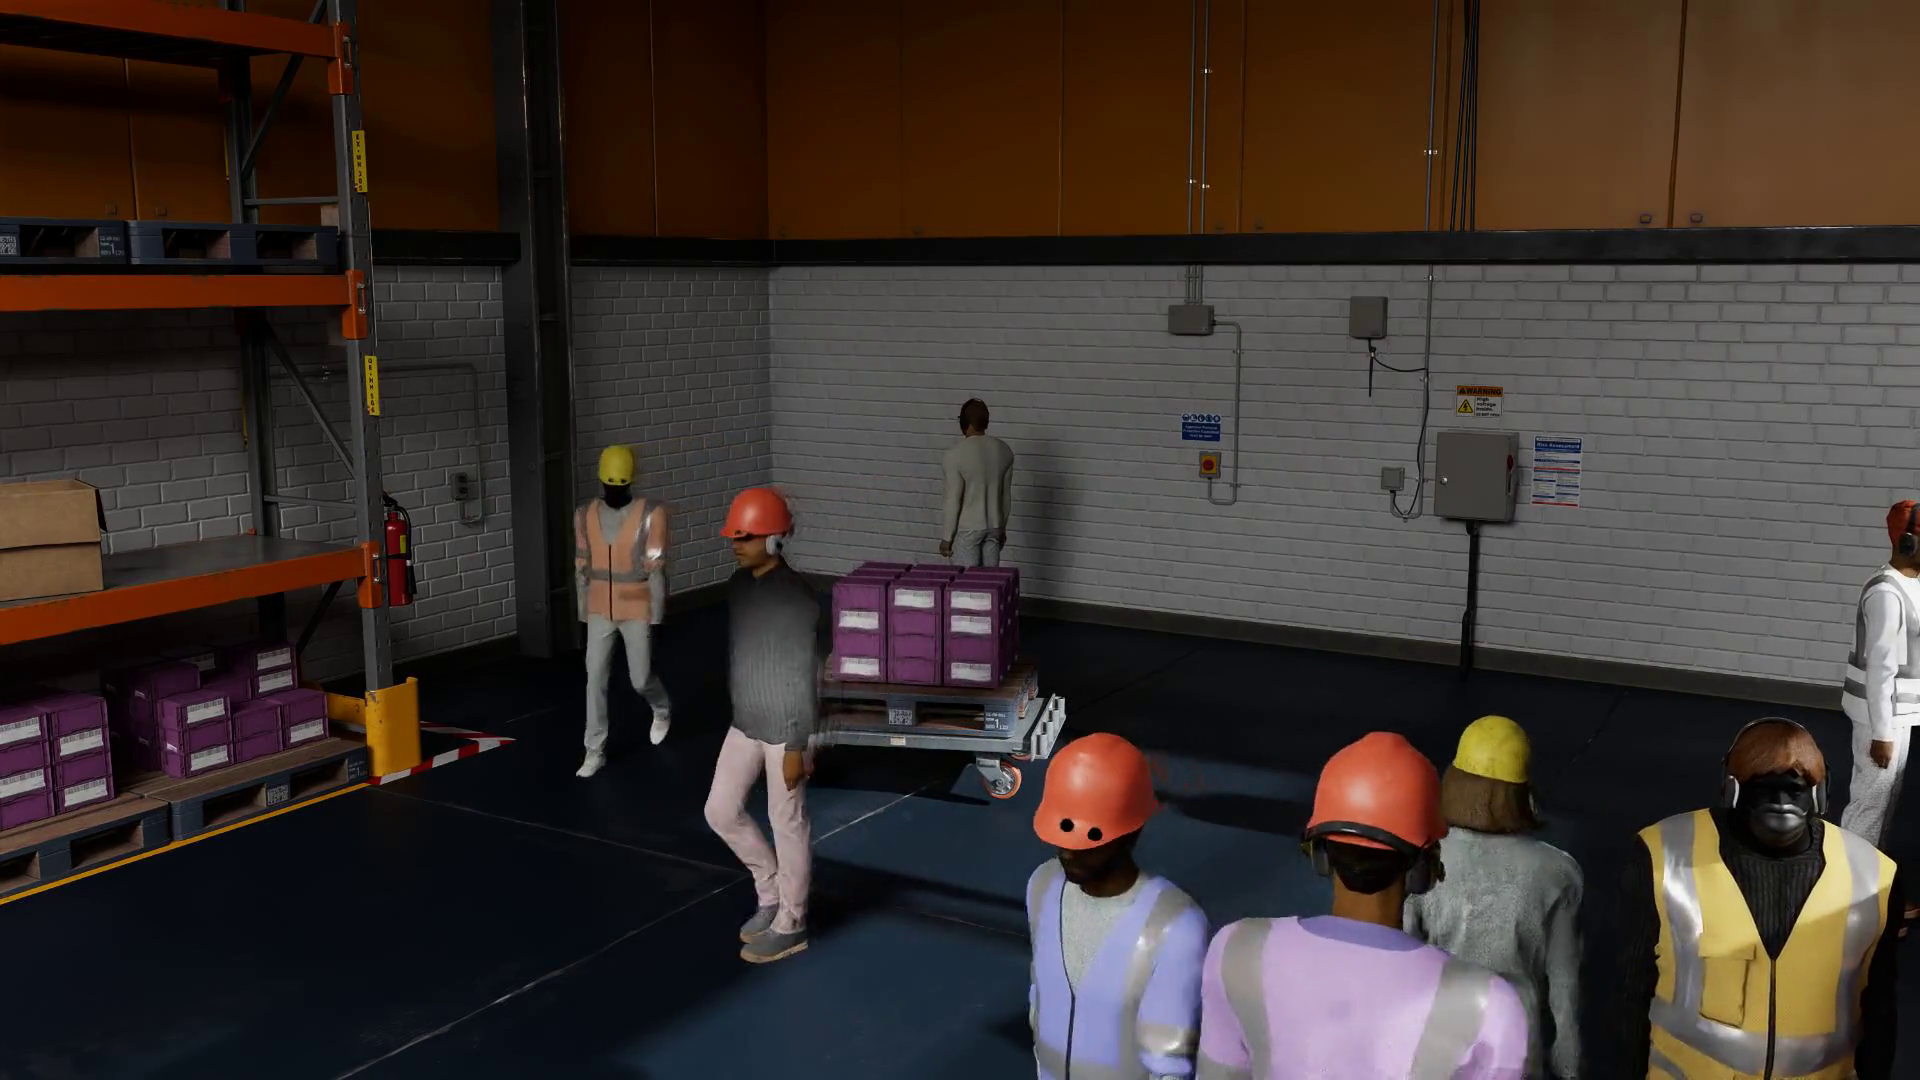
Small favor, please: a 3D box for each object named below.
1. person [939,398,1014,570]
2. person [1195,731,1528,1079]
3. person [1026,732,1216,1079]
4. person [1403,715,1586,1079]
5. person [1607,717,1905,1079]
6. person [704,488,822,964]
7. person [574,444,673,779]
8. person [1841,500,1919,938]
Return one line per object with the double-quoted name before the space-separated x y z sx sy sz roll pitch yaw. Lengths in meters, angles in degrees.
"person" 0.108 -0.063 12.133 0.632 1.939 0.368 -8 12 -40
"person" 0.668 1.370 3.036 0.620 2.008 0.978 5 10 27
"person" 0.316 1.326 3.685 0.578 1.880 0.979 9 13 44
"person" 1.300 1.303 4.270 0.559 1.718 0.393 2 9 10
"person" 1.831 1.309 3.874 0.623 1.845 0.430 2 9 14
"person" -0.796 0.766 6.815 0.436 1.979 0.648 -8 12 -39
"person" -1.908 0.375 9.543 0.602 1.893 0.710 2 9 12
"person" 4.013 0.760 7.195 0.343 1.878 0.580 7 12 38
